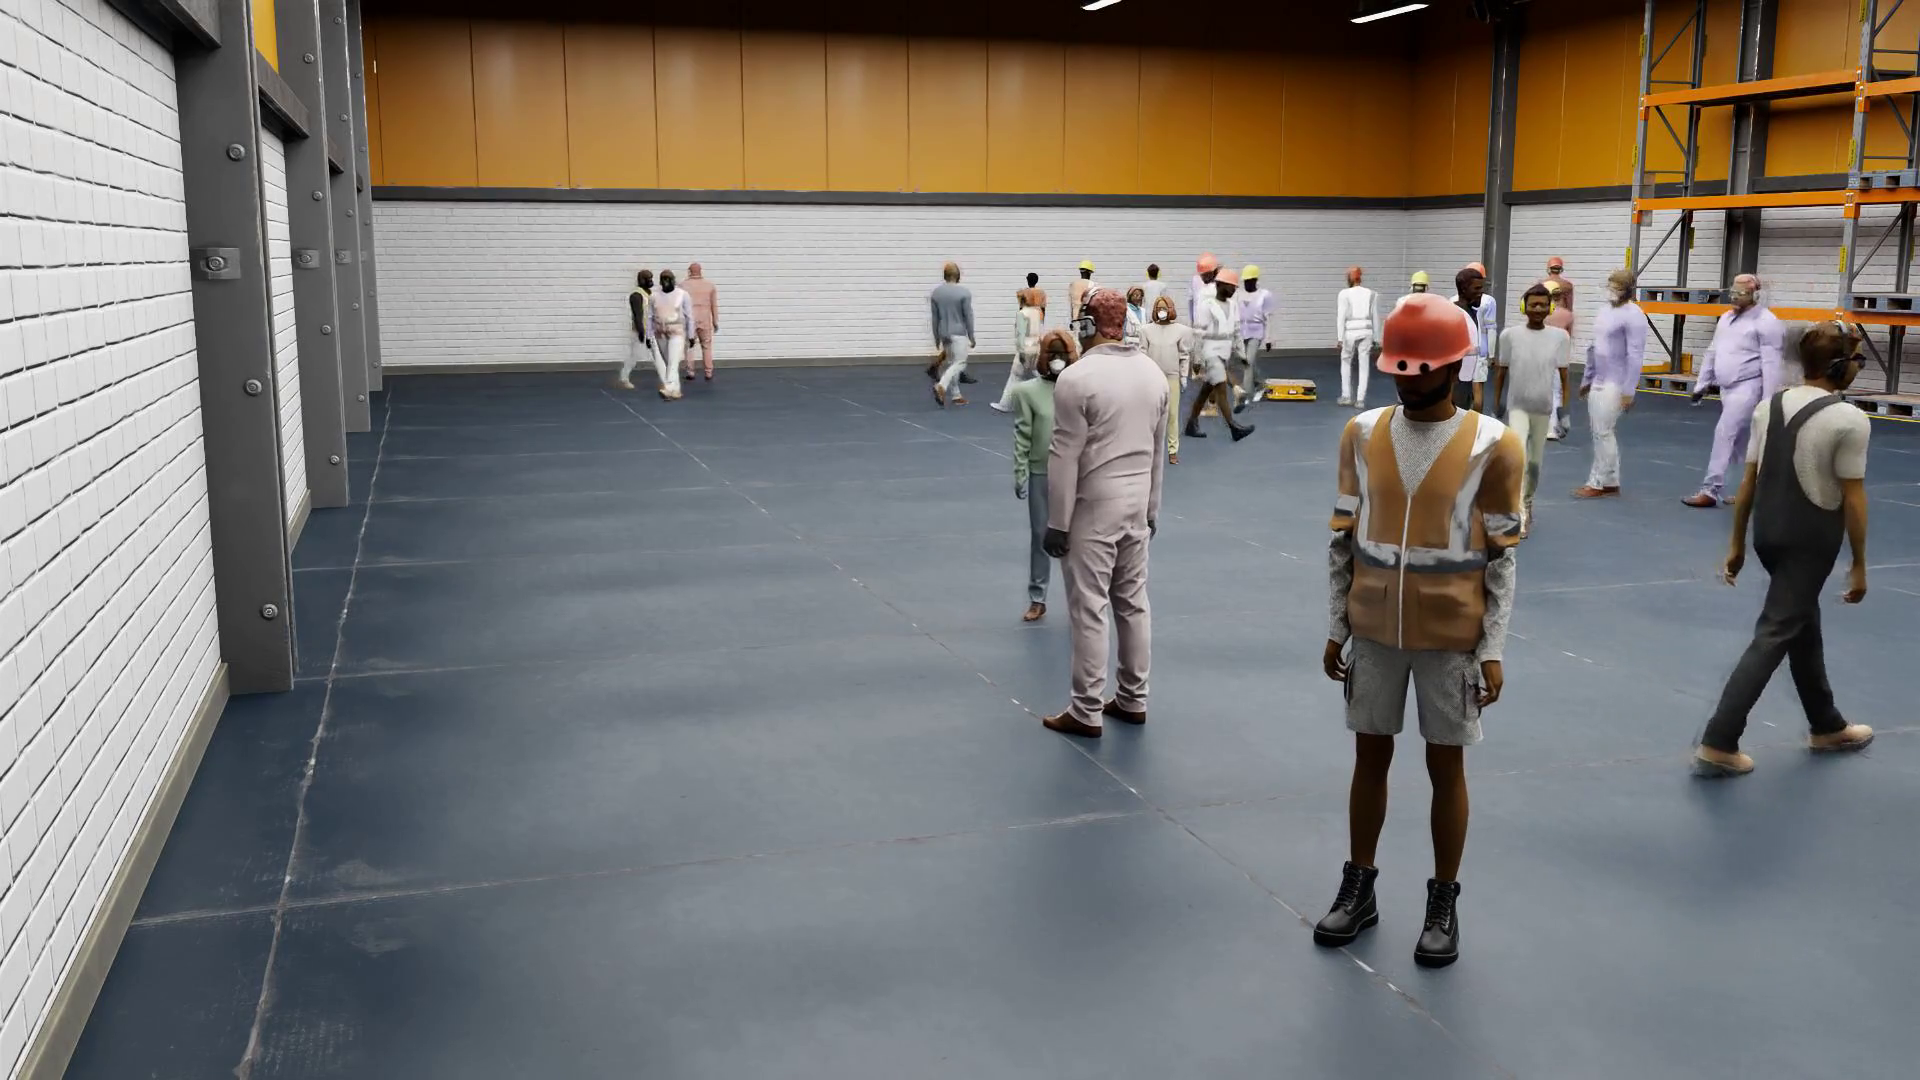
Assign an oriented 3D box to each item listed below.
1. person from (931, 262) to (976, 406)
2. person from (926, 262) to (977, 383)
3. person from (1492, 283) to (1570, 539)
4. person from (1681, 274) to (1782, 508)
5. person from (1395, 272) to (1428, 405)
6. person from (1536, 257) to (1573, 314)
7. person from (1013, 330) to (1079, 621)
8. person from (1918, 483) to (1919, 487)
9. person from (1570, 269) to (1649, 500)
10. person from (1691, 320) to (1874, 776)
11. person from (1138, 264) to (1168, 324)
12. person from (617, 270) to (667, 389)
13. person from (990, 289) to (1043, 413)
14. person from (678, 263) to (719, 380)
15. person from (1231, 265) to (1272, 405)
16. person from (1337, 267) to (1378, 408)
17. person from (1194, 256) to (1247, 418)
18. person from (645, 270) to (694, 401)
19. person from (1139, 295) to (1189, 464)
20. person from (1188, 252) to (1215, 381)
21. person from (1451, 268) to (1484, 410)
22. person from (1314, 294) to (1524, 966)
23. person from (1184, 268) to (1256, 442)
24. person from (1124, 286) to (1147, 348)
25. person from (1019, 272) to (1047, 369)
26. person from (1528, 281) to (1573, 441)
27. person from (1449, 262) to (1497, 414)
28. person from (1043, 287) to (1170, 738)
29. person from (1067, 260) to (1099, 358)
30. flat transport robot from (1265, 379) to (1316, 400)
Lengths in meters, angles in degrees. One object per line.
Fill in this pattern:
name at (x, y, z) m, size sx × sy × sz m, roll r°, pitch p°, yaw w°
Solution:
person at (-0.132, -2.706, 21.995) m, size 0.634 × 1.921 × 0.787 m, roll 8°, pitch 13°, yaw 39°
person at (-0.153, -3.420, 26.205) m, size 0.917 × 1.904 × 0.543 m, roll 5°, pitch 11°, yaw 25°
person at (4.182, -0.967, 12.207) m, size 0.541 × 1.838 × 0.920 m, roll 2°, pitch 10°, yaw 11°
person at (6.140, -1.181, 13.319) m, size 0.894 × 1.862 × 0.665 m, roll -1°, pitch 10°, yaw -3°
person at (5.885, -2.549, 21.453) m, size 0.624 × 1.790 × 0.875 m, roll 2°, pitch 10°, yaw 9°
person at (9.258, -3.438, 26.083) m, size 0.655 × 1.965 × 0.790 m, roll 0°, pitch 10°, yaw 2°
person at (0.545, -0.349, 9.206) m, size 0.509 × 1.625 × 0.284 m, roll 1°, pitch 10°, yaw 6°
person at (8.632, -1.356, 14.434) m, size 0.385 × 1.839 × 0.567 m, roll 8°, pitch 13°, yaw 39°
person at (5.352, -1.273, 13.788) m, size 0.529 × 1.903 × 0.729 m, roll 0°, pitch 10°, yaw -3°
person at (3.295, 0.034, 6.538) m, size 0.998 × 1.790 × 0.514 m, roll -3°, pitch 10°, yaw -18°
person at (3.305, -3.794, 28.485) m, size 0.546 × 1.851 × 0.645 m, roll 2°, pitch 10°, yaw 11°
person at (-4.740, -3.144, 24.904) m, size 0.963 × 1.799 × 0.641 m, roll 3°, pitch 10°, yaw 16°
person at (0.820, -2.380, 21.051) m, size 0.880 × 1.584 × 0.542 m, roll 6°, pitch 12°, yaw 33°
person at (-4.221, -3.512, 26.790) m, size 0.680 × 1.885 × 0.426 m, roll -3°, pitch 10°, yaw -17°
person at (3.975, -2.781, 22.593) m, size 0.953 × 1.891 × 0.589 m, roll -10°, pitch 14°, yaw -44°
person at (5.275, -2.706, 22.184) m, size 0.589 × 1.843 × 0.787 m, roll -1°, pitch 10°, yaw -6°
person at (3.179, -2.465, 20.372) m, size 0.661 × 2.000 × 0.662 m, roll -7°, pitch 12°, yaw -34°
person at (-4.064, -2.837, 23.115) m, size 0.651 × 1.790 × 0.976 m, roll 2°, pitch 10°, yaw 12°
person at (1.966, -1.550, 16.138) m, size 0.502 × 1.633 × 0.280 m, roll 2°, pitch 10°, yaw 13°
person at (3.922, -3.563, 26.599) m, size 0.377 × 2.045 × 0.605 m, roll -8°, pitch 13°, yaw -40°
person at (4.106, -1.278, 13.738) m, size 0.371 × 1.916 × 0.597 m, roll 6°, pitch 11°, yaw 29°
person at (1.306, 0.263, 4.789) m, size 0.543 × 1.927 × 0.375 m, roll 6°, pitch 11°, yaw 31°
person at (2.844, -2.013, 18.141) m, size 0.547 × 1.864 × 1.059 m, roll -8°, pitch 13°, yaw -40°
person at (2.133, -2.322, 20.596) m, size 0.514 × 1.636 × 0.315 m, roll -10°, pitch 14°, yaw -44°
person at (1.268, -3.845, 29.240) m, size 0.535 × 1.697 × 0.318 m, roll -4°, pitch 11°, yaw -23°
person at (6.425, -1.954, 18.179) m, size 0.549 × 1.720 × 0.546 m, roll -3°, pitch 10°, yaw -15°
person at (5.615, -2.072, 18.263) m, size 0.545 × 1.942 × 0.351 m, roll 7°, pitch 12°, yaw 34°
person at (0.600, -0.121, 7.103) m, size 0.636 × 1.900 × 0.403 m, roll -9°, pitch 13°, yaw -43°
person at (2.048, -3.623, 27.312) m, size 0.585 × 1.917 × 0.380 m, roll 6°, pitch 11°, yaw 31°
flat transport robot at (4.644, -2.126, 23.407) m, size 0.652 × 0.197 × 1.431 m, roll 1°, pitch 10°, yaw 8°
